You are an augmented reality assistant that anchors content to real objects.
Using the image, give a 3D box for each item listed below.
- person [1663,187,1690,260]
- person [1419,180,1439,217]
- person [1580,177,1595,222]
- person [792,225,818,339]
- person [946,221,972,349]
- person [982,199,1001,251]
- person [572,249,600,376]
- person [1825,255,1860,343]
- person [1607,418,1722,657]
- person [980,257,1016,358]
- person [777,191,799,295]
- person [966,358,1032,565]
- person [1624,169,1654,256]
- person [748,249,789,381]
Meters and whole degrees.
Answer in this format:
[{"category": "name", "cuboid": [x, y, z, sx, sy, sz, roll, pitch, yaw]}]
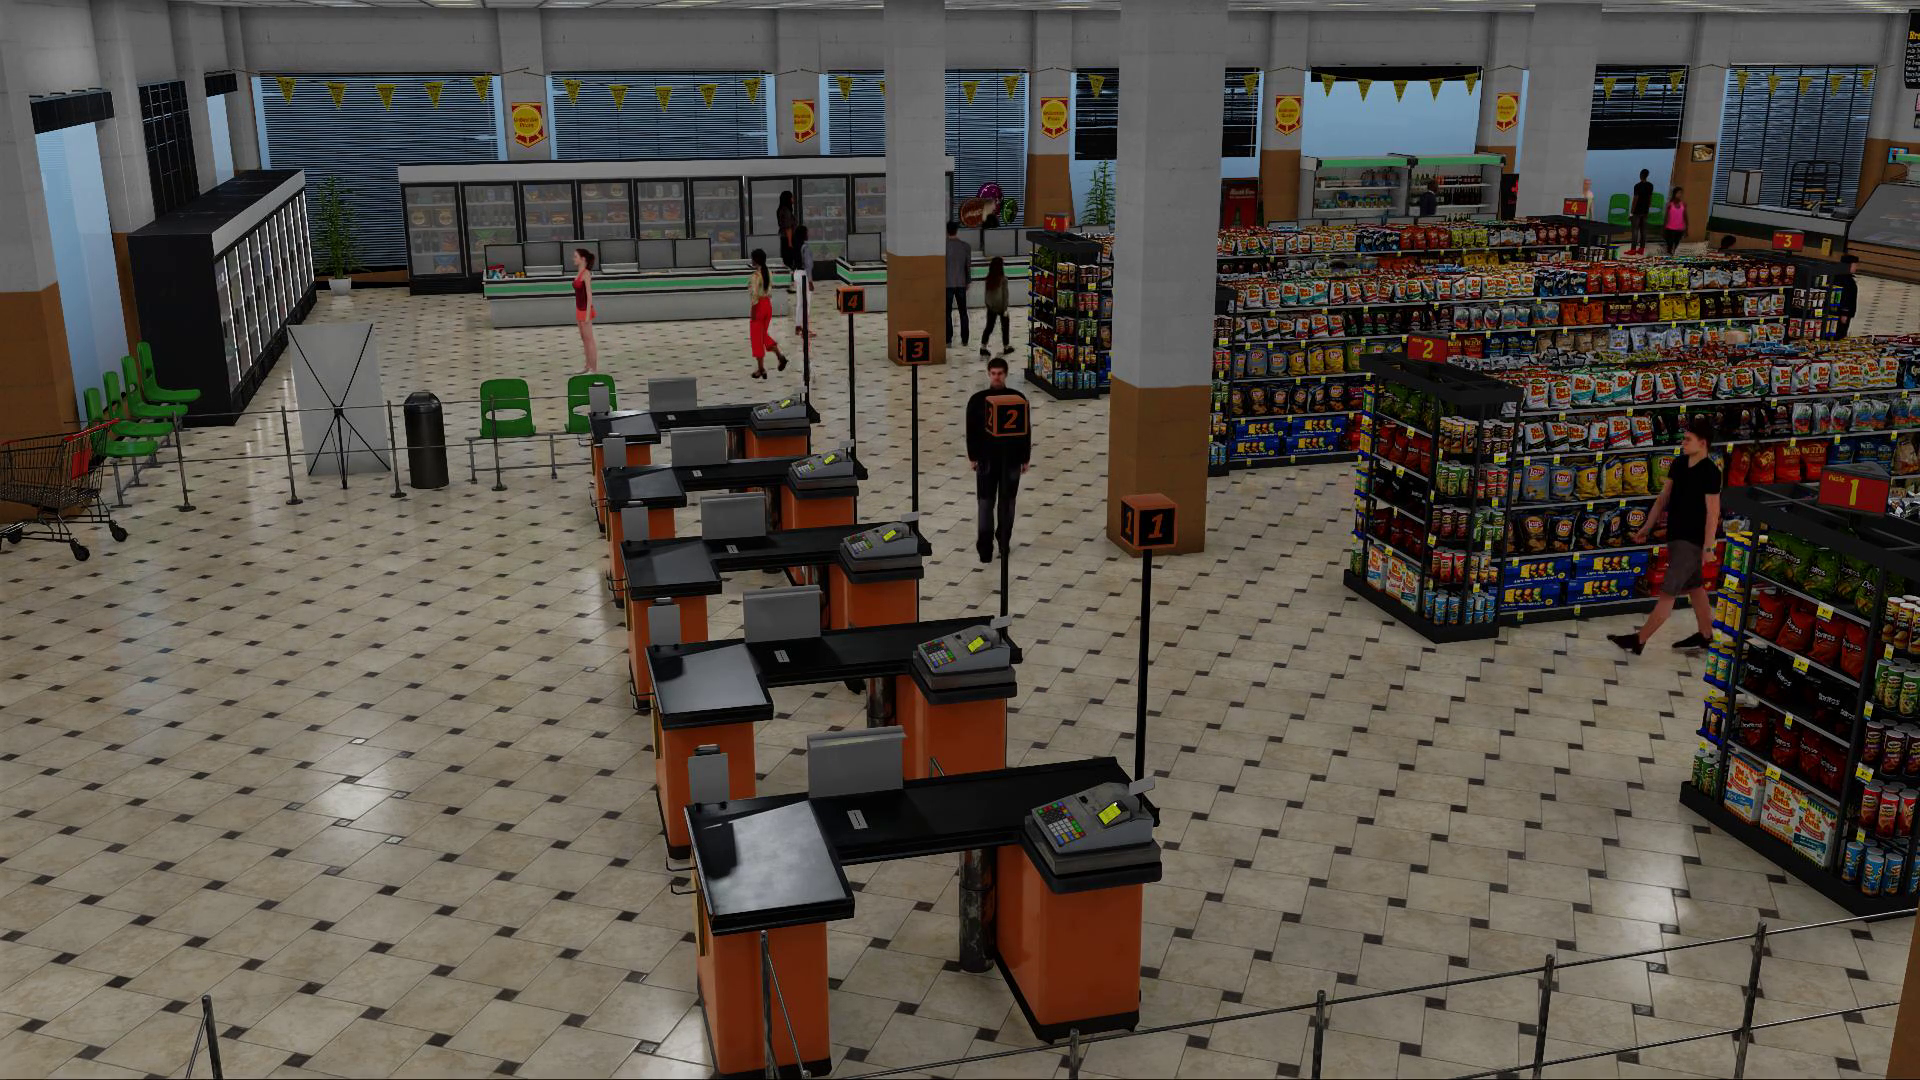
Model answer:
[{"category": "person", "cuboid": [13.939, -6.022, 32.514, 1.101, 1.671, 0.892, 1, 17, 4]}, {"category": "person", "cuboid": [9.079, -6.117, 32.636, 1.161, 1.782, 0.765, -3, 17, -10]}, {"category": "person", "cuboid": [12.801, -6.606, 34.330, 0.465, 1.733, 0.662, -4, 17, -12]}, {"category": "person", "cuboid": [-2.440, -4.026, 25.856, 0.582, 1.721, 0.638, -8, 19, -26]}, {"category": "person", "cuboid": [-0.091, -3.849, 25.014, 0.526, 1.871, 0.752, -6, 18, -18]}, {"category": "person", "cuboid": [0.469, -5.363, 30.350, 0.899, 1.668, 0.655, -6, 18, -19]}, {"category": "person", "cuboid": [-5.153, -3.131, 22.853, 0.615, 1.753, 0.609, -8, 19, -25]}, {"category": "person", "cuboid": [12.038, -3.073, 22.808, 0.832, 1.669, 0.805, 6, 18, 20]}, {"category": "person", "cuboid": [5.515, 0.011, 12.401, 1.204, 1.814, 0.819, -1, 17, -4]}, {"category": "person", "cuboid": [0.490, -3.339, 24.071, 0.954, 1.443, 1.056, 12, 21, 34]}, {"category": "person", "cuboid": [-3.169, -5.420, 30.246, 0.626, 1.838, 0.664, -7, 18, -21]}, {"category": "person", "cuboid": [0.357, -0.719, 14.833, 1.102, 1.797, 0.951, -1, 17, -2]}, {"category": "person", "cuboid": [14.544, -7.015, 35.552, 0.494, 1.806, 0.713, -6, 18, -19]}, {"category": "person", "cuboid": [-2.607, -3.033, 22.481, 0.925, 1.781, 0.855, 9, 19, 26]}]
